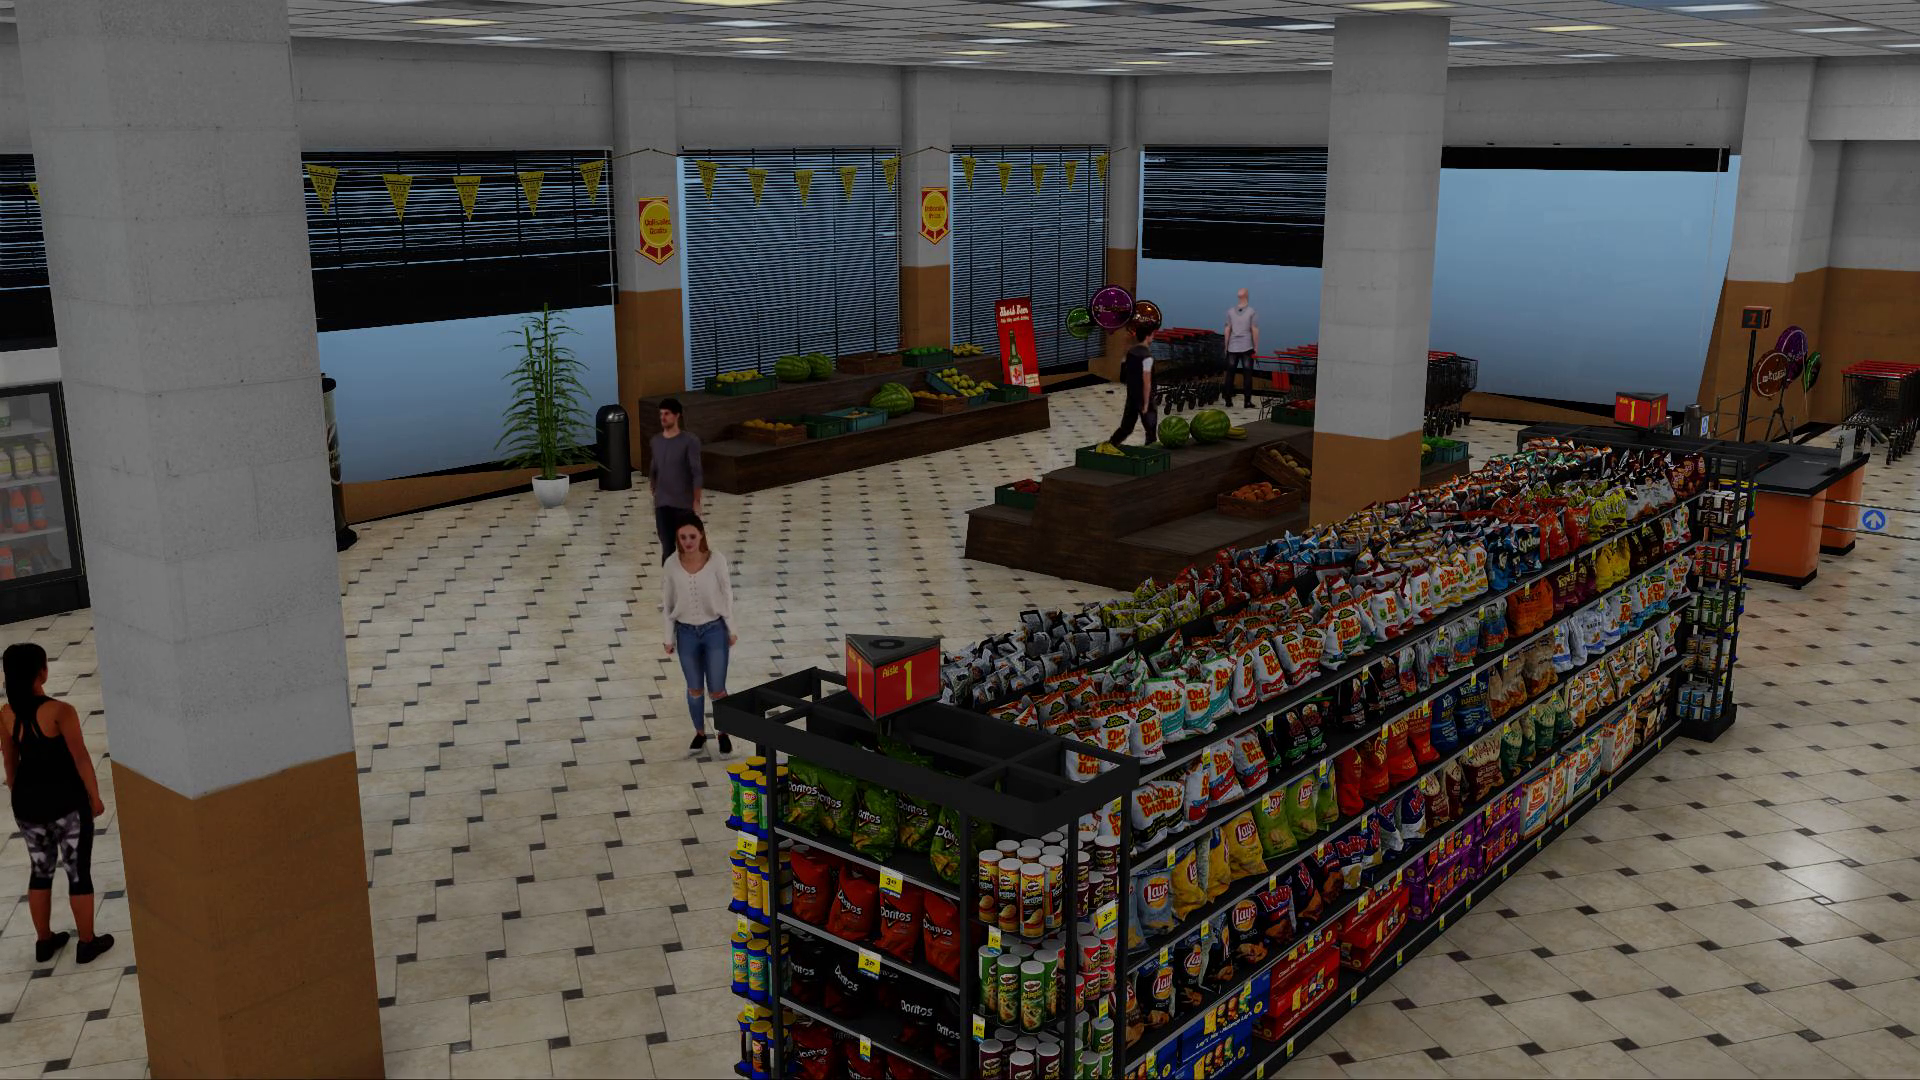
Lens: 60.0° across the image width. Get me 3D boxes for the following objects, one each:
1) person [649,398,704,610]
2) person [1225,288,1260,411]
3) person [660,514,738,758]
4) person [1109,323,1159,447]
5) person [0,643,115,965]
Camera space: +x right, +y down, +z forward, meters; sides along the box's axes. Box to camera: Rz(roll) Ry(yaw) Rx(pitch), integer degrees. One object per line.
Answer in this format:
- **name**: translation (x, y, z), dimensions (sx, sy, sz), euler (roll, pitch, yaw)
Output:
- **person**: translation (-2.441, -0.332, 14.582), dimensions (0.808, 1.844, 0.901), euler (6, 15, 24)
- **person**: translation (4.254, -2.905, 25.201), dimensions (0.733, 1.838, 0.677), euler (7, 15, 26)
- **person**: translation (-1.701, 0.625, 10.997), dimensions (0.792, 1.673, 0.842), euler (0, 14, 1)
- **person**: translation (2.112, -1.706, 20.311), dimensions (1.254, 1.812, 0.910), euler (-9, 16, -33)
- **person**: translation (-4.527, 1.295, 8.254), dimensions (0.657, 1.663, 0.675), euler (2, 14, 7)
